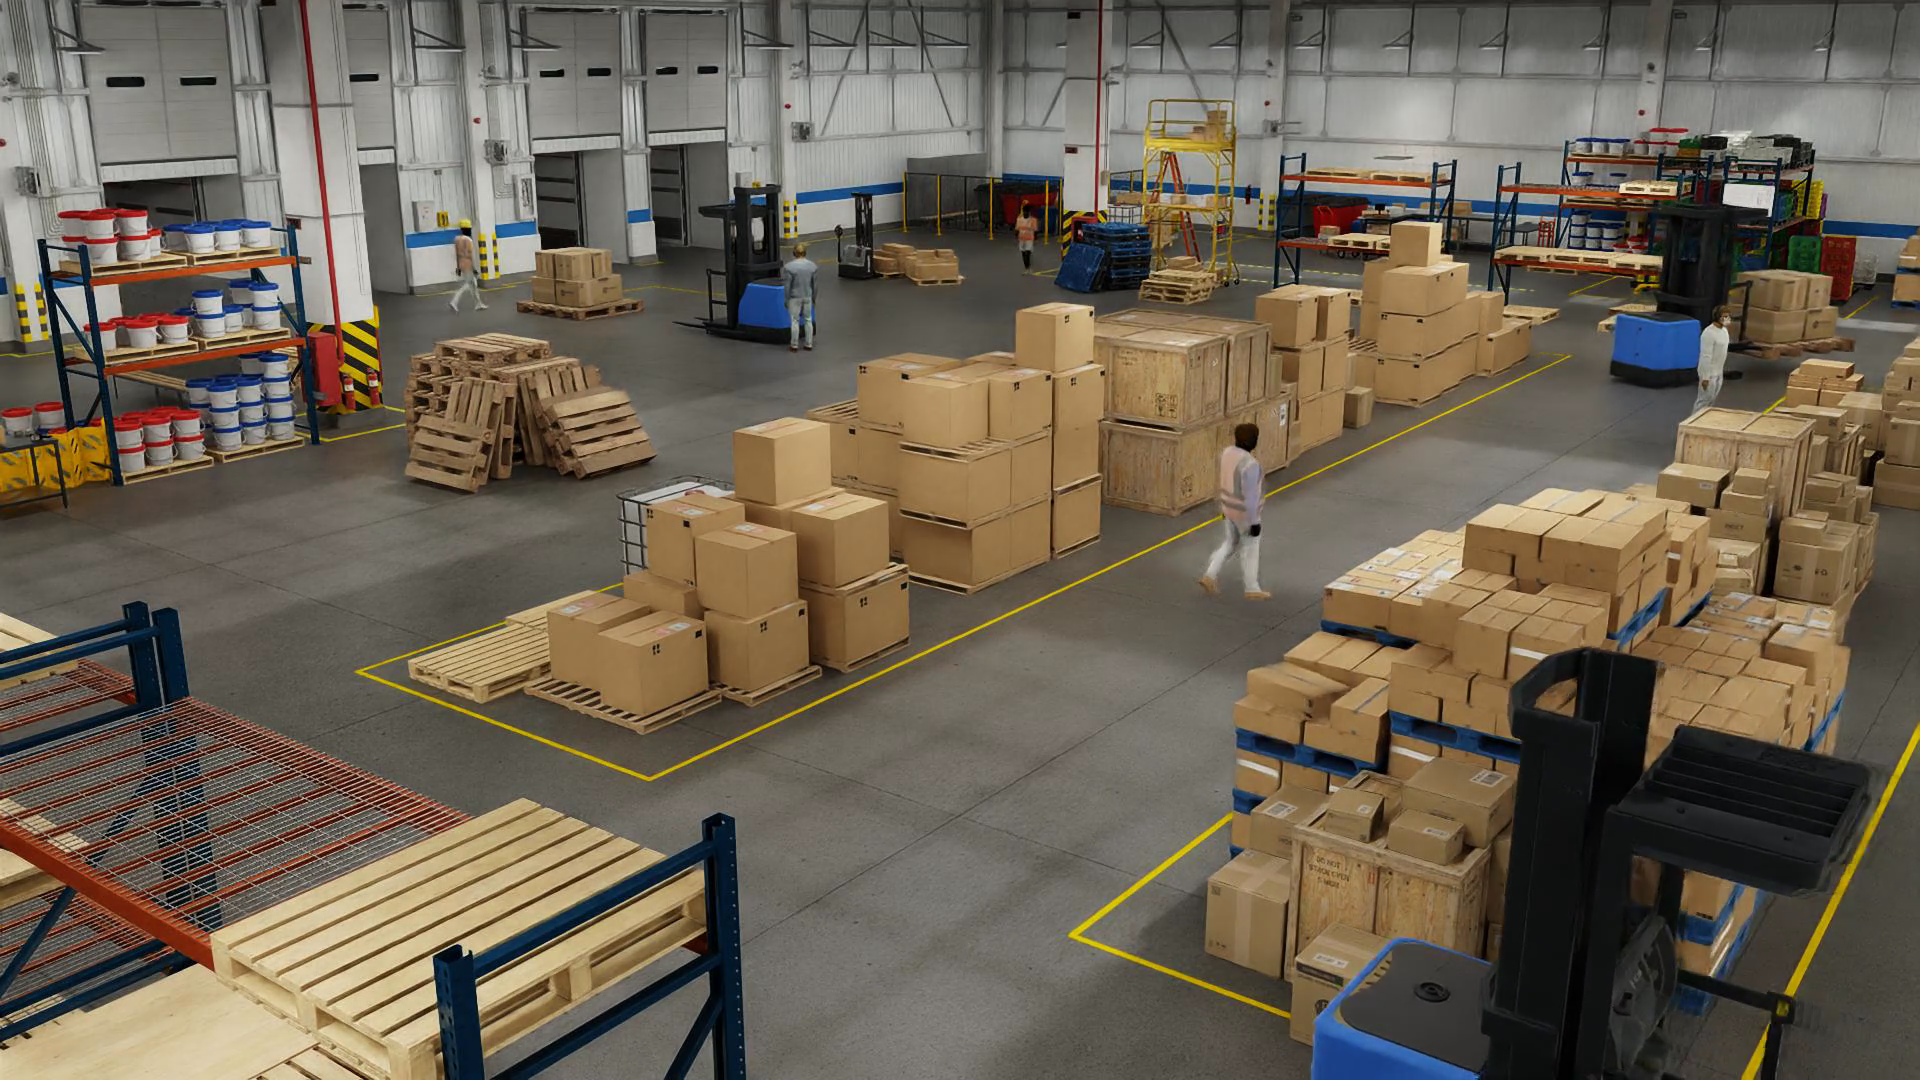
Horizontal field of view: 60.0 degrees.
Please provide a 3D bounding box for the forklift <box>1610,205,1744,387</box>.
[{"bbox_3d":[11.777,-4.004,27.032,1.873,2.768,1.129,-7,18,-22],"label":"forklift"}]

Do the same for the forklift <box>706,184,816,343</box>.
[{"bbox_3d":[-3.717,-5.181,30.929,1.873,2.768,1.129,12,21,35],"label":"forklift"}]

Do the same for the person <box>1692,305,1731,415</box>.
[{"bbox_3d":[10.355,-2.271,22.900,0.372,1.940,0.631,14,22,40],"label":"person"}]

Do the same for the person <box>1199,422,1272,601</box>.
[{"bbox_3d":[2.779,-0.274,16.476,0.600,1.836,0.644,-6,18,-18],"label":"person"}]

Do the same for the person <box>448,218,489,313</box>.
[{"bbox_3d":[-10.140,-5.622,34.054,0.876,1.899,0.593,-15,22,-40],"label":"person"}]

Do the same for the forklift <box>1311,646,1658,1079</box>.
[{"bbox_3d":[2.645,1.921,7.412,1.873,2.768,1.129,12,21,35],"label":"forklift"}]

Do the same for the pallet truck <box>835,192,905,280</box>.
[{"bbox_3d":[-1.936,-7.159,38.982,1.885,1.965,0.823,-12,21,-34],"label":"pallet truck"}]

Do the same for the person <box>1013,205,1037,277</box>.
[{"bbox_3d":[1.502,-7.030,39.114,0.535,1.662,0.776,9,19,27],"label":"person"}]

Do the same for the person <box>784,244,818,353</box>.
[{"bbox_3d":[-2.831,-4.309,29.678,0.636,1.928,0.380,-8,19,-25],"label":"person"}]
